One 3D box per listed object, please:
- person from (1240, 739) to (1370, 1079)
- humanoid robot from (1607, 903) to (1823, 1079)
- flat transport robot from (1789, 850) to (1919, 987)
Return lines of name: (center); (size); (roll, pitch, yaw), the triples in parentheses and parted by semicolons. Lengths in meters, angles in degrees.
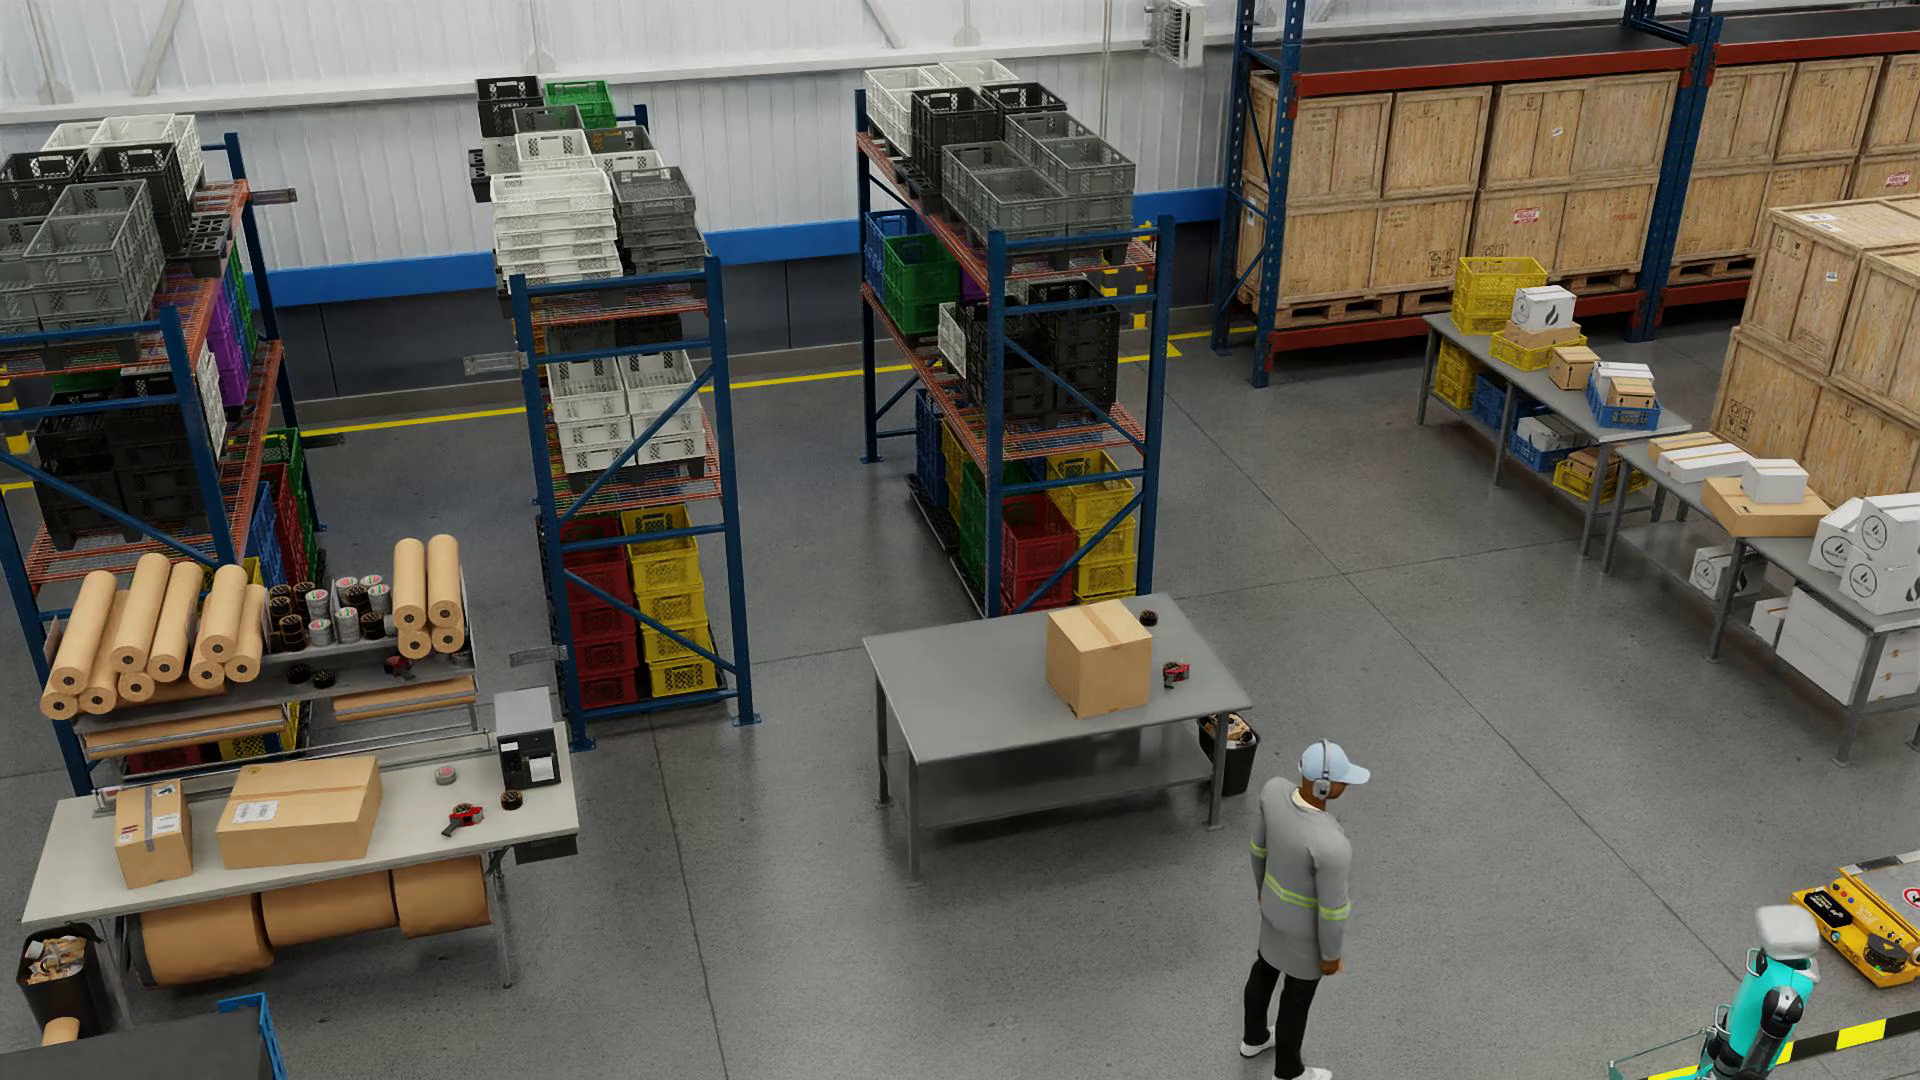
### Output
person: (1.539, 1.673, 7.475); (0.397, 1.849, 0.591); (-12, 31, -21)
humanoid robot: (2.889, 2.104, 6.664); (0.735, 1.681, 0.533); (13, 31, 22)
flat transport robot: (5.163, 1.916, 8.676); (1.431, 0.231, 0.659); (-8, 30, -14)
